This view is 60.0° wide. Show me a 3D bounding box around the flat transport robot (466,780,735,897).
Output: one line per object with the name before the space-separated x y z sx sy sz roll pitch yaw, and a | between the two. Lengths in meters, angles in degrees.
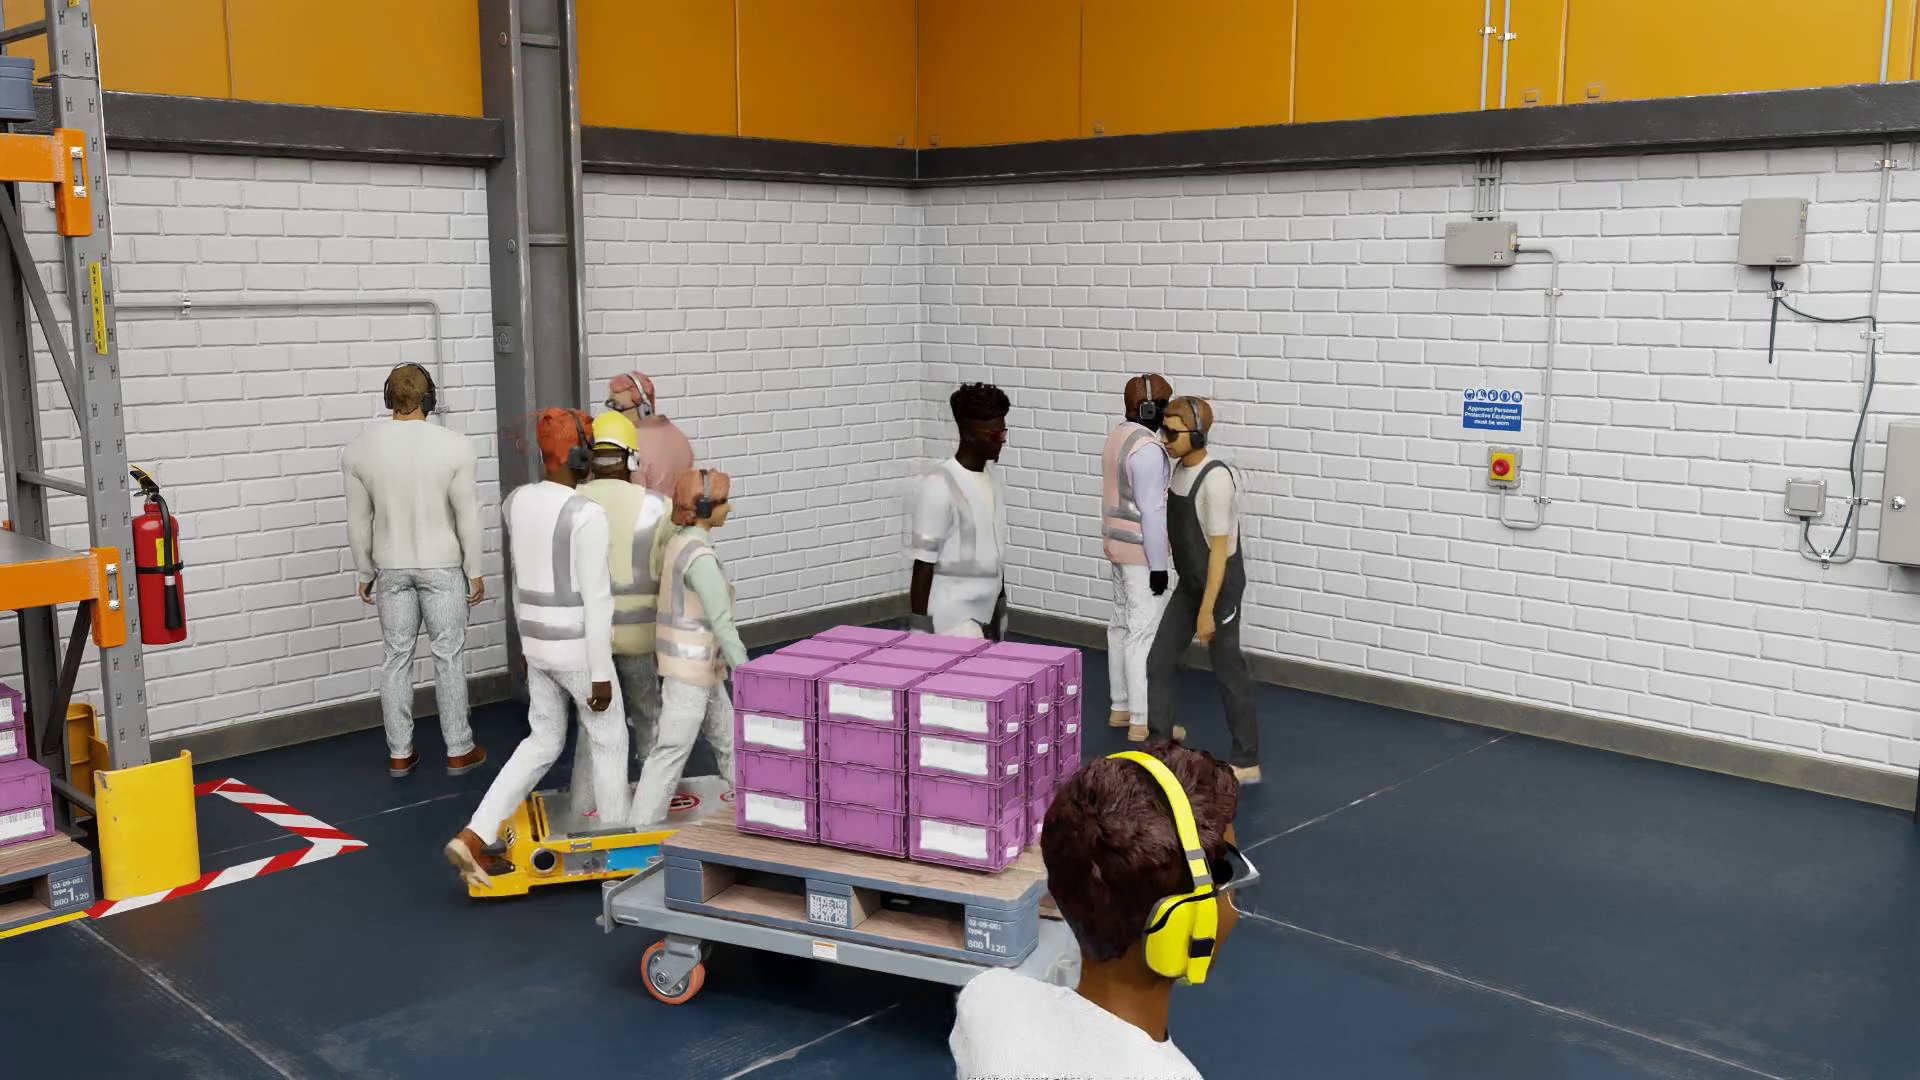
flat transport robot | -1.232 1.152 6.660 1.431 0.197 0.652 -3 10 -17

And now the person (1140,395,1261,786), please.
person | 1.022 0.253 7.468 0.829 1.802 0.532 -3 10 -18

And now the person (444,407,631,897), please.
person | -1.535 0.426 6.278 0.584 1.860 0.817 7 12 38

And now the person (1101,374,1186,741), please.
person | 0.934 0.085 8.399 0.429 1.845 0.621 -2 9 -11

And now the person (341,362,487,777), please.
person | -2.516 0.145 7.740 0.628 1.940 0.373 0 9 -1

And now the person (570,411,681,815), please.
person | -1.397 0.389 6.708 0.630 1.802 0.743 0 9 3

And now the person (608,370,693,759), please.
person | -1.499 0.106 8.184 0.624 1.885 0.747 3 10 20

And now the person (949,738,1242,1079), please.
person | 0.141 1.143 1.964 0.596 1.895 0.564 -7 12 -38

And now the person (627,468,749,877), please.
person | -0.965 0.519 6.492 0.848 1.594 0.525 -2 10 -15

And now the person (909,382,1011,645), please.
person | -0.060 0.274 7.070 0.986 1.922 0.618 4 10 25
